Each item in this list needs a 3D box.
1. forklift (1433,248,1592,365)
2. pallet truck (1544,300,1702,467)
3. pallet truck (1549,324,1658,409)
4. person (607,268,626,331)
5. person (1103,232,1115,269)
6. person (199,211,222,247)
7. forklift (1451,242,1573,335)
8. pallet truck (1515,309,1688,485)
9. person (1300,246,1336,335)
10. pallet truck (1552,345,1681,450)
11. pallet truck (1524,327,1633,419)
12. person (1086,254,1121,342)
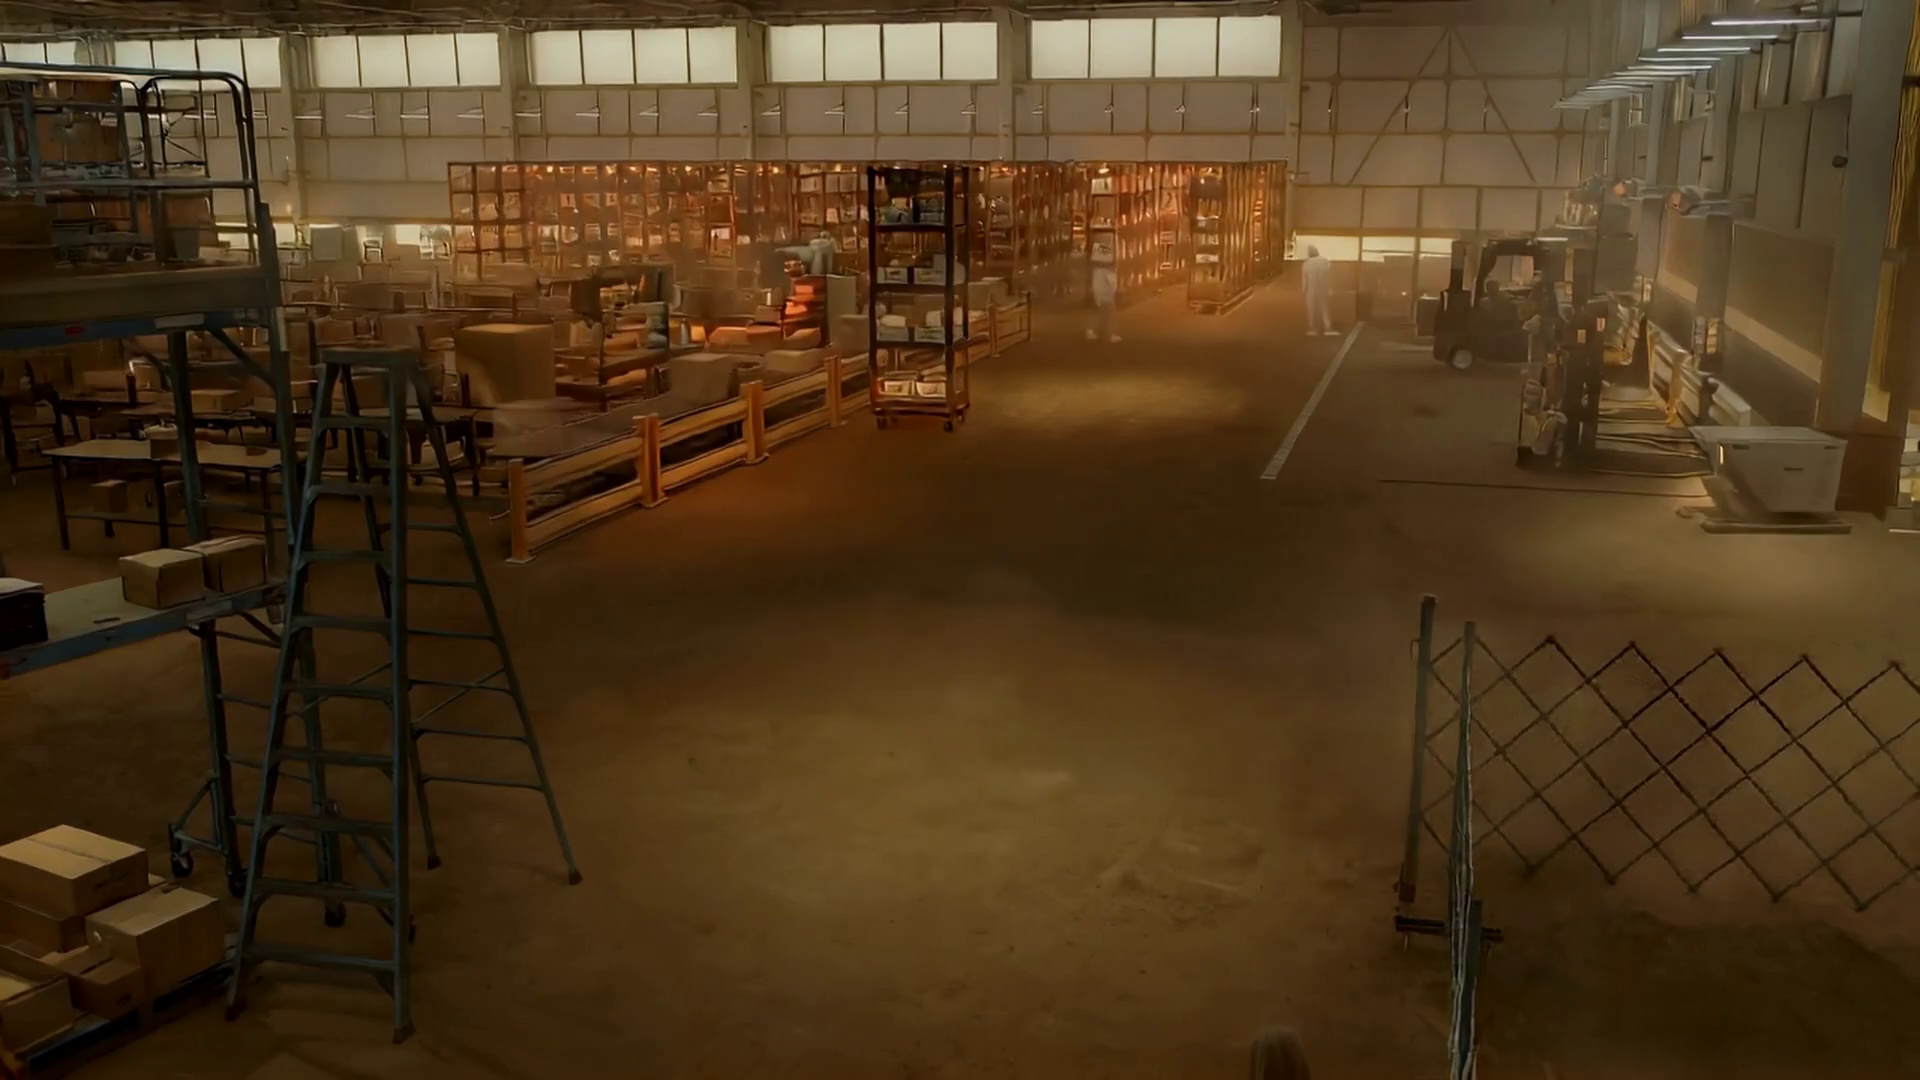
[{"bbox_3d":[9.780,-4.111,29.280,2.680,1.987,1.157,3,13,14],"label":"forklift"},{"bbox_3d":[8.263,-1.952,20.631,1.885,1.965,0.823,5,14,20],"label":"pallet truck"},{"bbox_3d":[9.824,-2.669,25.407,1.601,1.201,0.680,4,14,16],"label":"pallet truck"},{"bbox_3d":[-6.241,-4.081,30.339,0.360,1.760,0.538,-12,18,-43],"label":"person"},{"bbox_3d":[4.242,-8.103,47.642,0.981,1.790,0.586,8,15,30],"label":"person"},{"bbox_3d":[-24.796,-9.904,55.083,0.619,1.955,0.953,-3,13,-11],"label":"person"},{"bbox_3d":[10.464,-4.597,31.405,2.680,1.987,1.157,4,14,16],"label":"forklift"},{"bbox_3d":[7.554,-1.677,19.446,1.885,1.965,0.823,3,13,14],"label":"pallet truck"},{"bbox_3d":[7.596,-5.283,35.308,0.751,1.870,0.473,0,13,-2],"label":"person"},{"bbox_3d":[8.641,-1.896,21.908,1.630,1.274,0.653,4,14,16],"label":"pallet truck"},{"bbox_3d":[9.065,-2.460,24.370,1.522,1.261,0.704,3,13,14],"label":"pallet truck"},{"bbox_3d":[2.954,-4.987,34.187,0.600,1.802,0.805,-11,17,-38],"label":"person"}]
